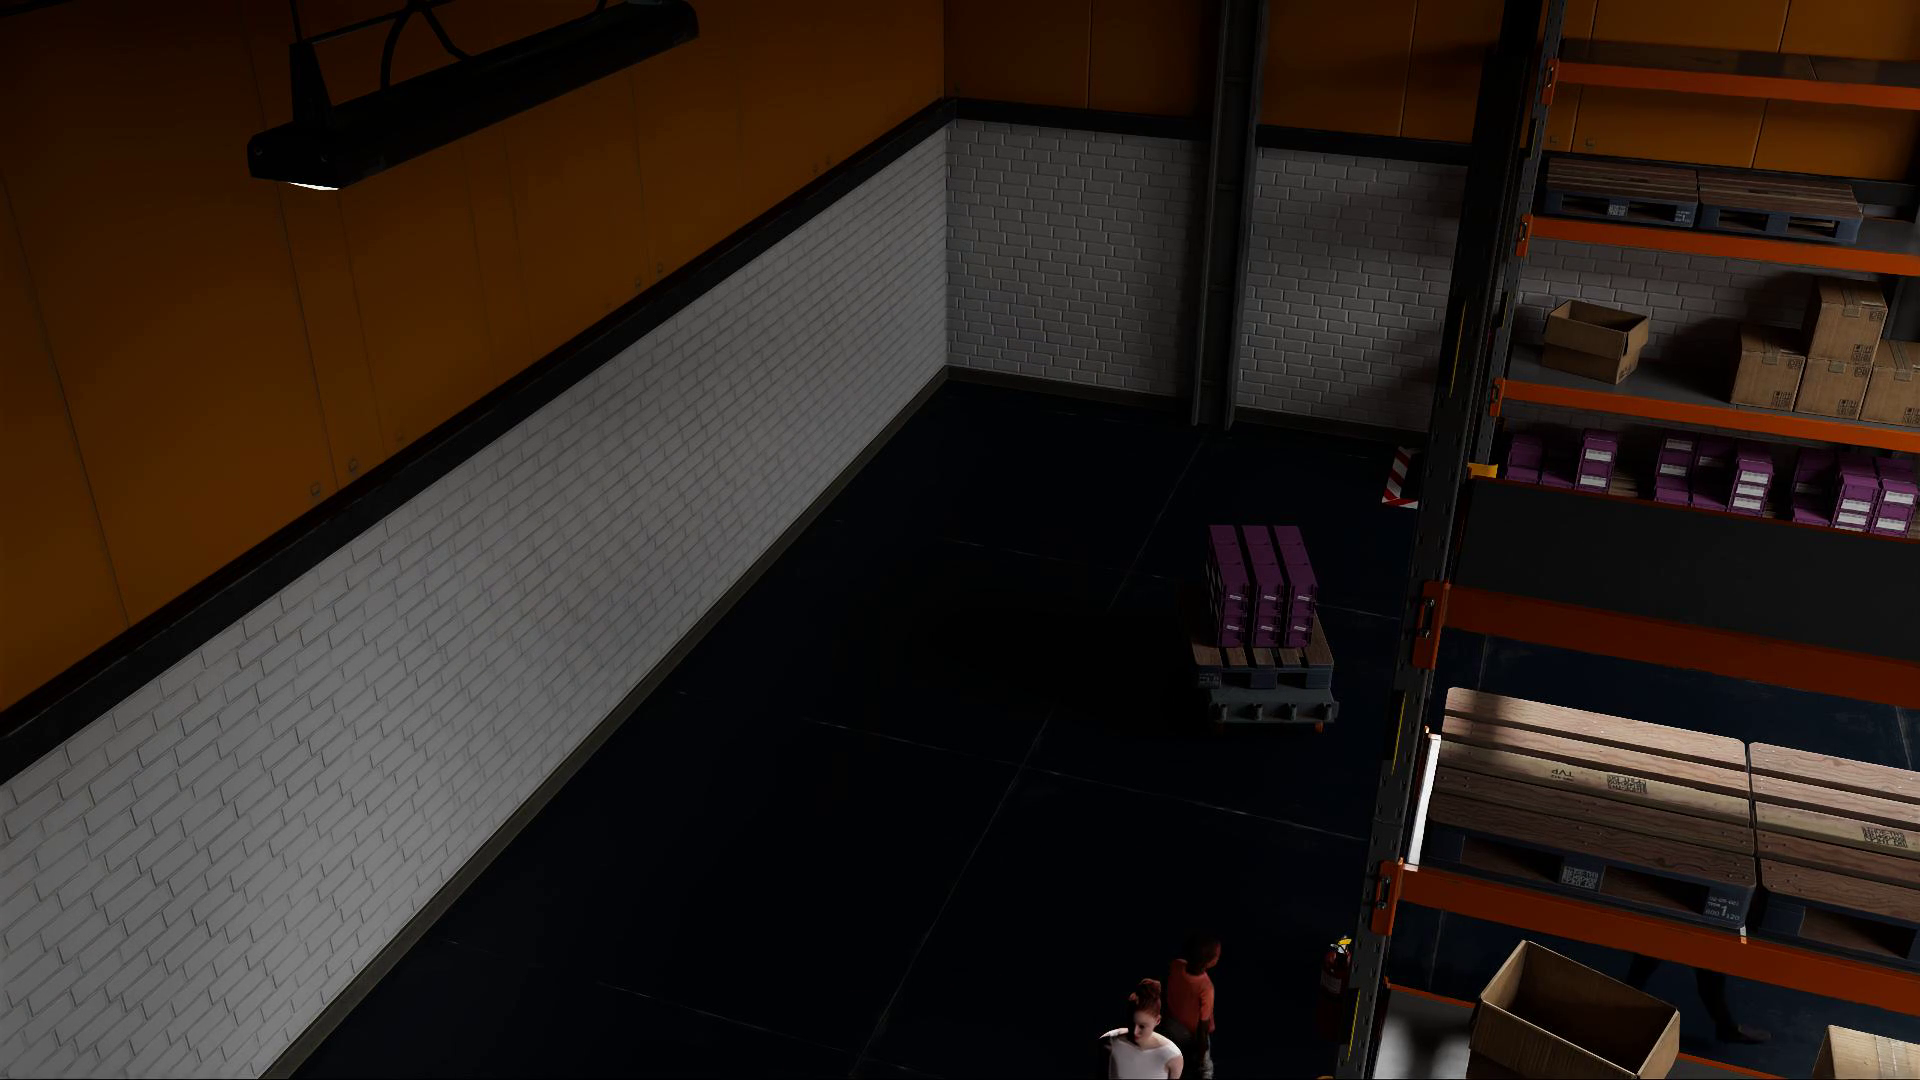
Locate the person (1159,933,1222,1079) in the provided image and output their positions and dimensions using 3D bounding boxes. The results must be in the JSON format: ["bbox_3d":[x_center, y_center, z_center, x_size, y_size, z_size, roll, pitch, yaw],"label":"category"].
[{"bbox_3d":[1.141,2.625,8.767,0.749,1.286,0.767,-21,35,-34],"label":"person"}]

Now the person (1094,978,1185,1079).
[{"bbox_3d":[0.832,2.801,7.915,0.410,1.793,0.631,9,30,16],"label":"person"}]
